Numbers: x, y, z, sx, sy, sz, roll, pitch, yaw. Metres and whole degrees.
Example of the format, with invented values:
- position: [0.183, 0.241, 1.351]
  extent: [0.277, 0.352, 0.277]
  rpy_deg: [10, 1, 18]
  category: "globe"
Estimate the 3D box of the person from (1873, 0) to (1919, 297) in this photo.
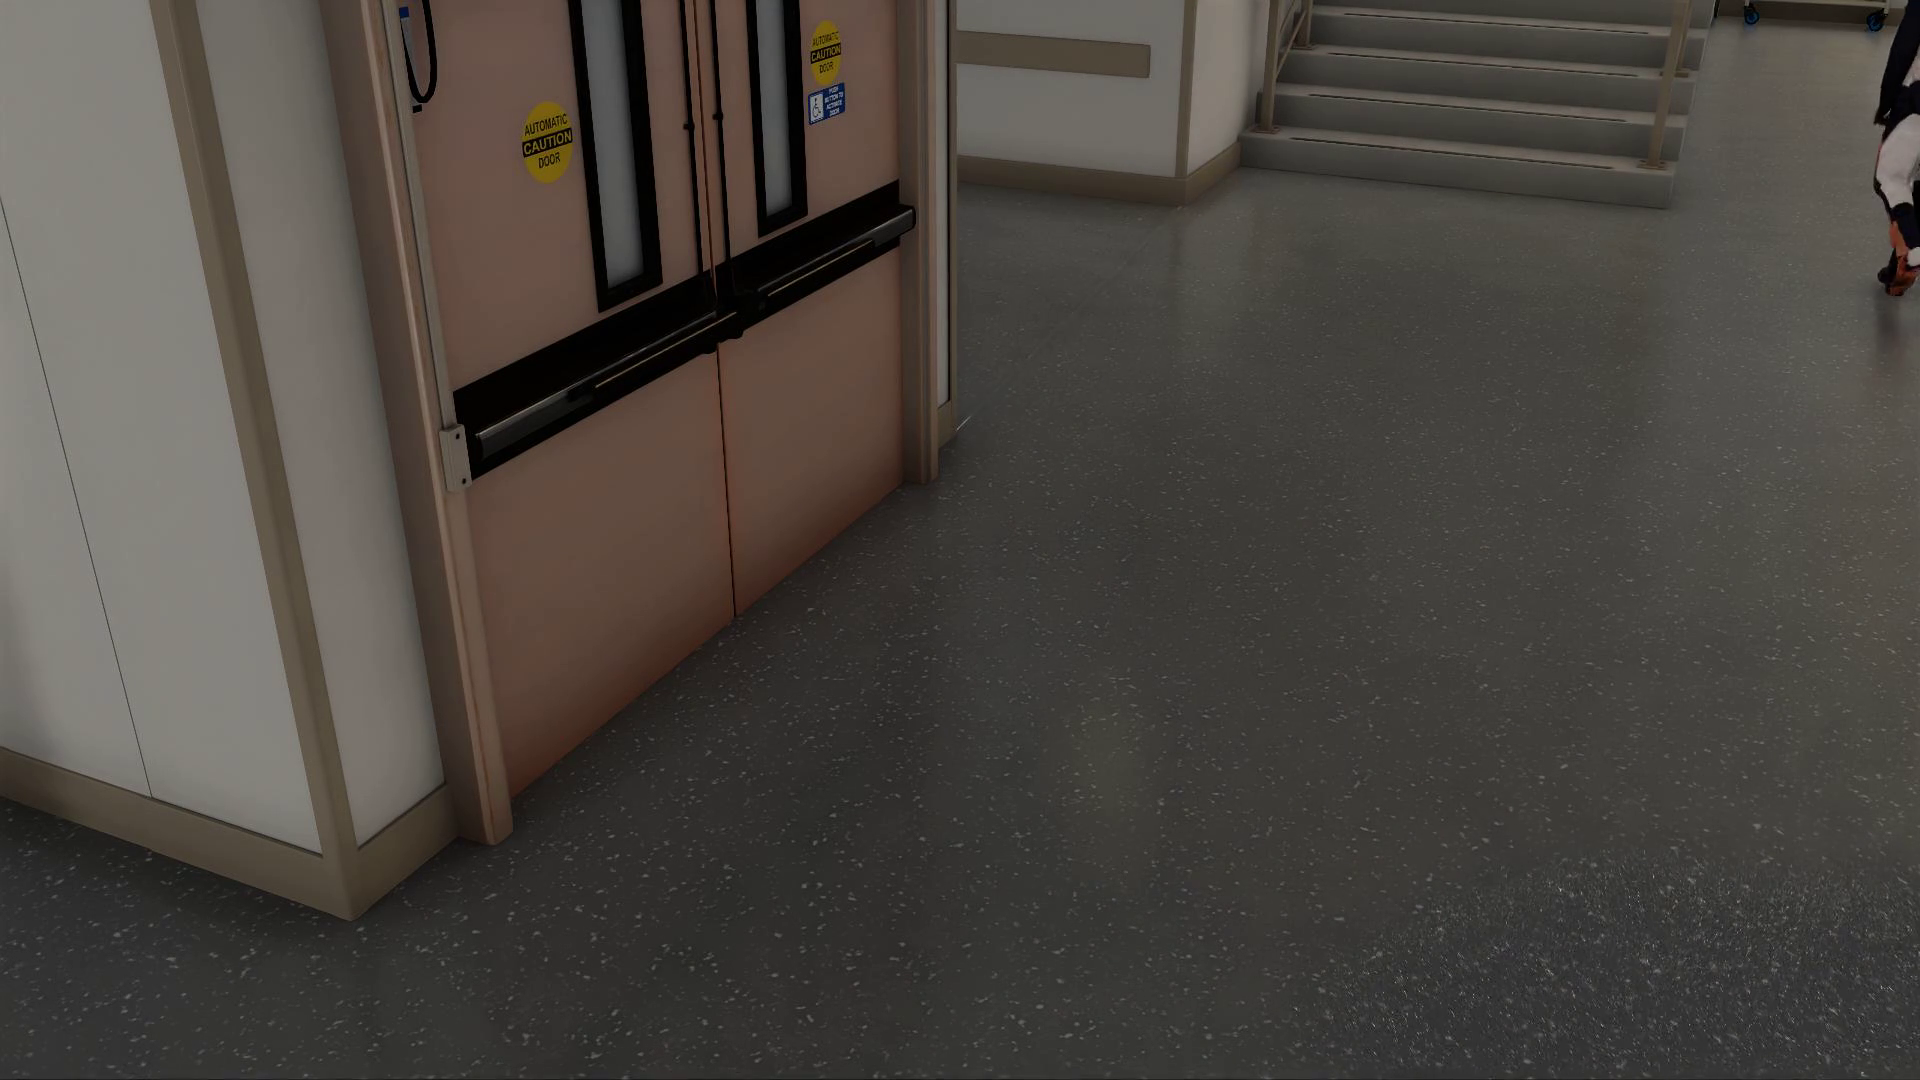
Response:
- position: [4.555, -2.000, 7.691]
  extent: [0.837, 1.877, 1.039]
  rpy_deg: [5, 26, 10]
  category: "person"
